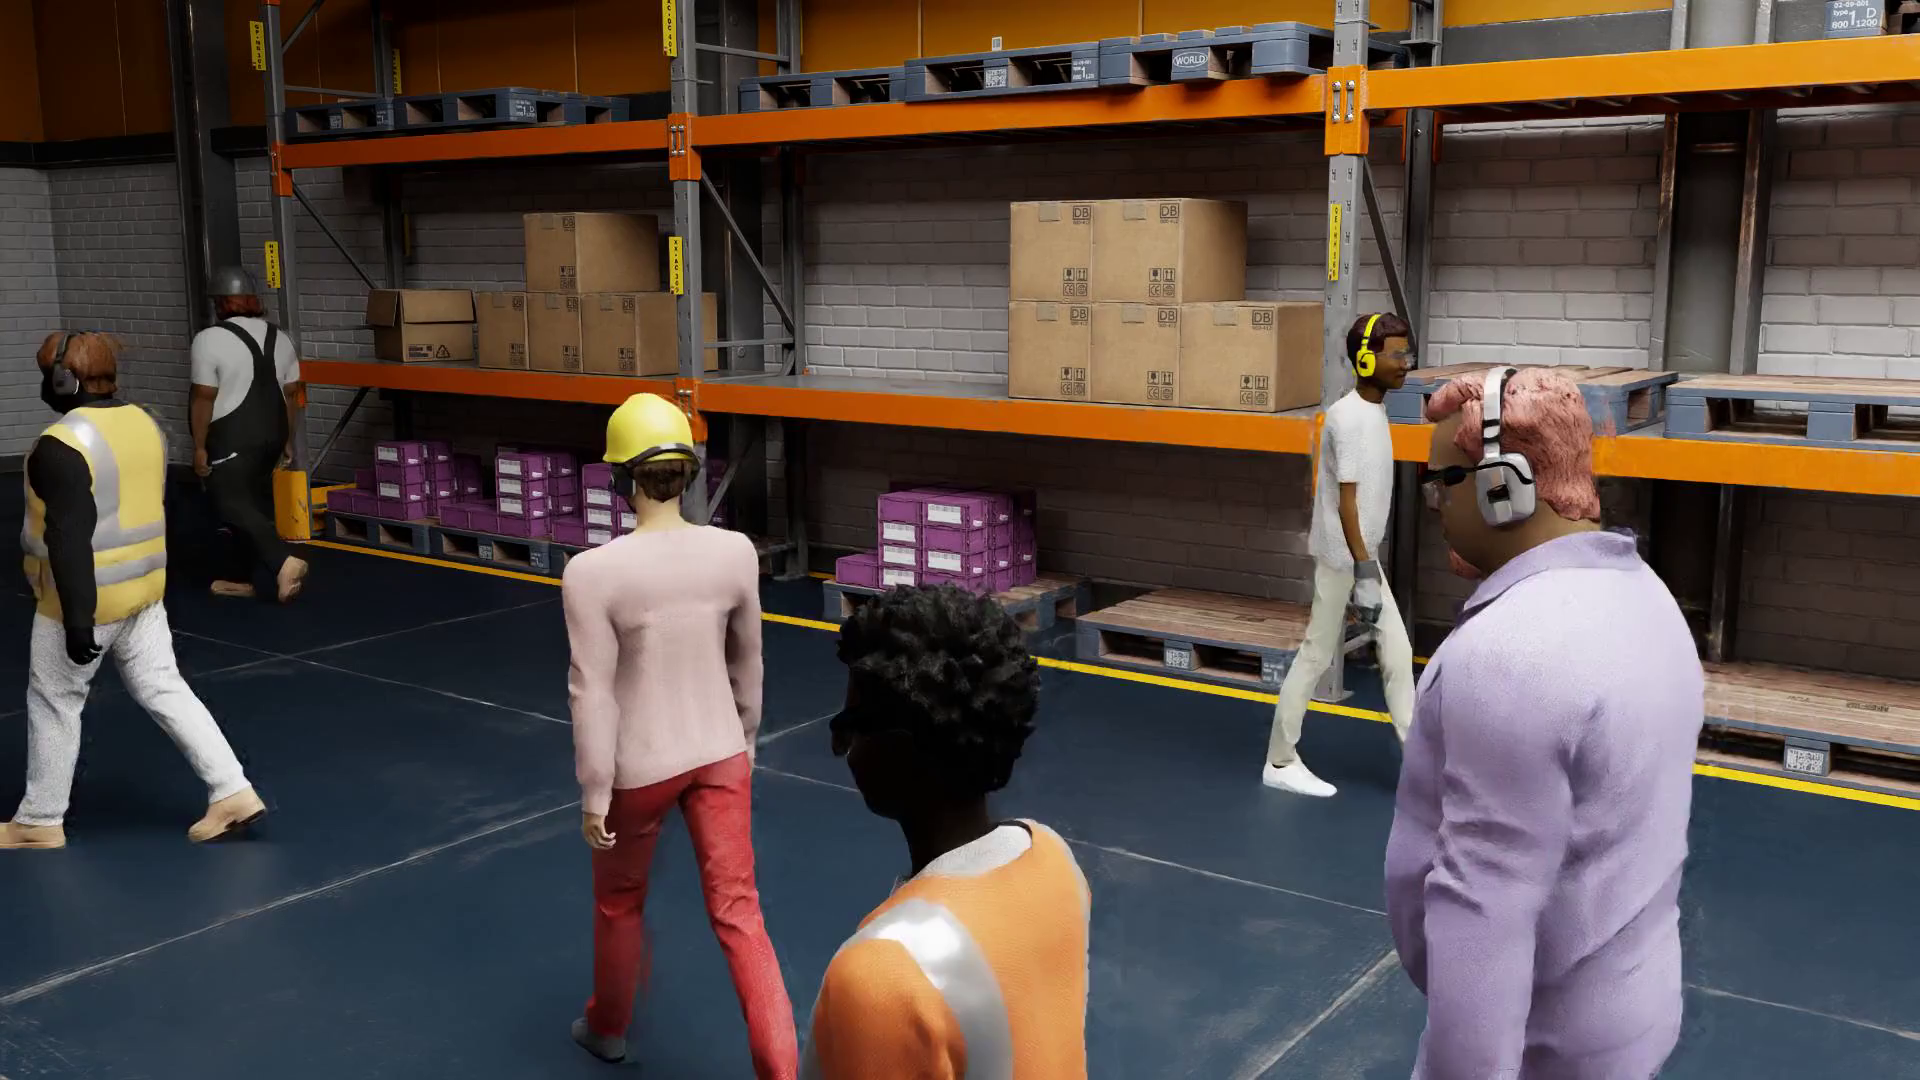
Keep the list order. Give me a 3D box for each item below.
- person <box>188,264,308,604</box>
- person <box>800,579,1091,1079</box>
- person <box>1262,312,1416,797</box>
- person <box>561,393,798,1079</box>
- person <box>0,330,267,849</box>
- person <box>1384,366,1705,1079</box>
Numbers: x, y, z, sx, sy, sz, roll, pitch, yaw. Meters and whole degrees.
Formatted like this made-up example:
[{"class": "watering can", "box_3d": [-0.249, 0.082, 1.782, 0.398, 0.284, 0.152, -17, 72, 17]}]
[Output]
[{"class": "person", "box_3d": [-4.178, -0.628, 9.779, 0.868, 2.000, 0.685, 4, 10, 23]}, {"class": "person", "box_3d": [-0.090, 0.872, 1.942, 0.680, 1.668, 0.550, 5, 11, 25]}, {"class": "person", "box_3d": [1.547, 0.090, 6.130, 0.921, 1.826, 0.544, 6, 11, 31]}, {"class": "person", "box_3d": [-0.666, 0.519, 3.931, 0.538, 1.729, 0.922, -7, 12, -35]}, {"class": "person", "box_3d": [-2.884, 0.182, 5.685, 0.948, 1.801, 0.639, 1, 10, 5]}, {"class": "person", "box_3d": [0.867, 0.709, 2.308, 0.585, 1.878, 0.686, 7, 12, 36]}]
